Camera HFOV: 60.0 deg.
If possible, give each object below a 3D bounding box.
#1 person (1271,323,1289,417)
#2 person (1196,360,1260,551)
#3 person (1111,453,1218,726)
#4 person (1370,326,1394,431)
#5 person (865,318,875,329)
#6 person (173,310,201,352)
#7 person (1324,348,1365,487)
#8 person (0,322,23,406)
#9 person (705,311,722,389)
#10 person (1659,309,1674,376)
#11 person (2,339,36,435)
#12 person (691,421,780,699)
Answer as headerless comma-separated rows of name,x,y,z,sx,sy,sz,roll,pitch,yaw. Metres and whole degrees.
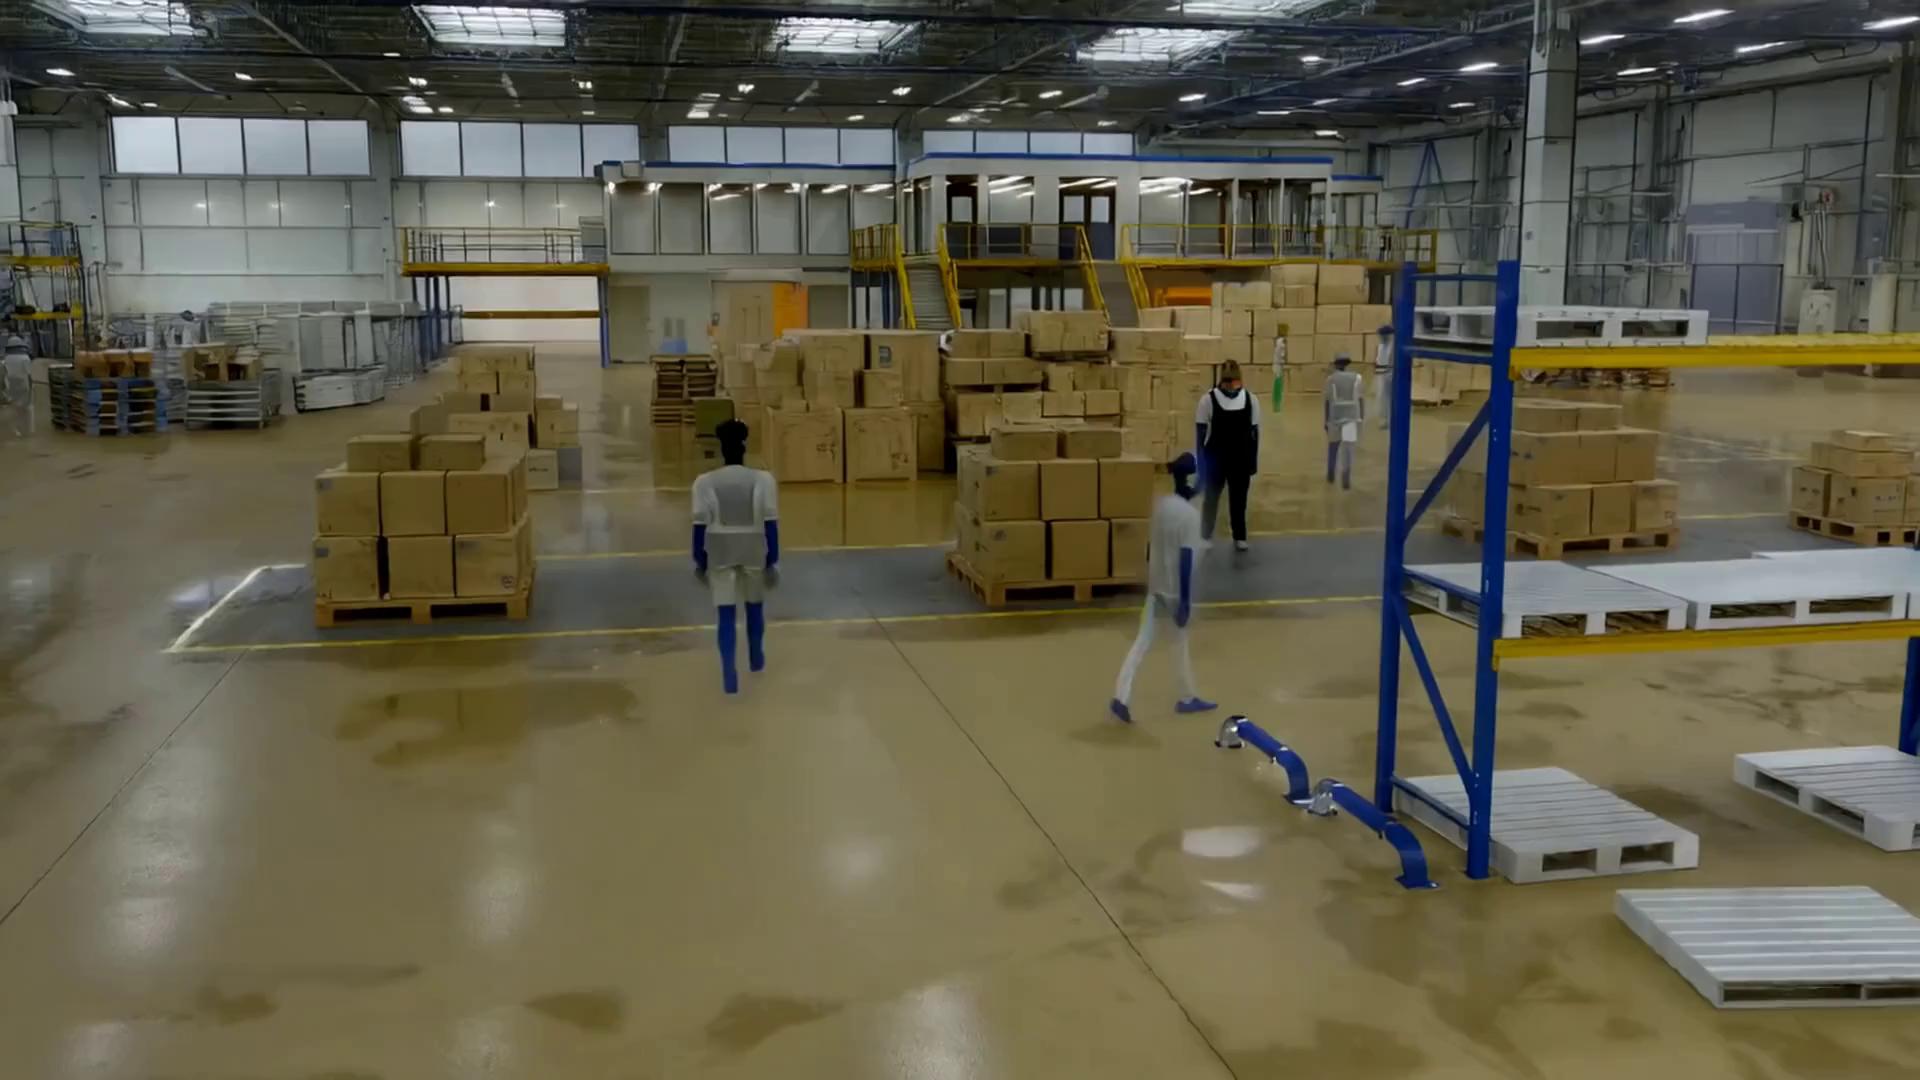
person,6.498,-3.436,33.616,0.385,1.882,0.579,3,10,20
person,2.849,-0.887,17.581,0.687,2.000,0.535,-1,9,-4
person,1.328,0.325,10.932,0.938,1.814,0.606,-6,11,-35
person,7.838,-2.980,30.654,0.433,1.933,0.636,-7,12,-38
person,-2.205,-4.140,37.990,0.659,1.850,0.708,-3,10,-18
person,-18.671,-4.566,40.199,0.621,1.974,0.487,1,9,5
person,5.314,-1.702,23.025,0.569,1.883,0.993,2,9,11
person,-20.596,-3.808,36.064,0.595,1.824,0.404,6,11,33
person,-6.035,-4.671,41.003,0.392,1.928,0.550,5,11,30
person,19.521,-5.432,45.879,0.535,1.853,0.460,-8,12,-39
person,-16.771,-2.709,29.650,0.487,1.726,0.591,-8,12,-39
person,-1.600,0.109,11.889,0.614,1.915,0.975,-1,9,-7
